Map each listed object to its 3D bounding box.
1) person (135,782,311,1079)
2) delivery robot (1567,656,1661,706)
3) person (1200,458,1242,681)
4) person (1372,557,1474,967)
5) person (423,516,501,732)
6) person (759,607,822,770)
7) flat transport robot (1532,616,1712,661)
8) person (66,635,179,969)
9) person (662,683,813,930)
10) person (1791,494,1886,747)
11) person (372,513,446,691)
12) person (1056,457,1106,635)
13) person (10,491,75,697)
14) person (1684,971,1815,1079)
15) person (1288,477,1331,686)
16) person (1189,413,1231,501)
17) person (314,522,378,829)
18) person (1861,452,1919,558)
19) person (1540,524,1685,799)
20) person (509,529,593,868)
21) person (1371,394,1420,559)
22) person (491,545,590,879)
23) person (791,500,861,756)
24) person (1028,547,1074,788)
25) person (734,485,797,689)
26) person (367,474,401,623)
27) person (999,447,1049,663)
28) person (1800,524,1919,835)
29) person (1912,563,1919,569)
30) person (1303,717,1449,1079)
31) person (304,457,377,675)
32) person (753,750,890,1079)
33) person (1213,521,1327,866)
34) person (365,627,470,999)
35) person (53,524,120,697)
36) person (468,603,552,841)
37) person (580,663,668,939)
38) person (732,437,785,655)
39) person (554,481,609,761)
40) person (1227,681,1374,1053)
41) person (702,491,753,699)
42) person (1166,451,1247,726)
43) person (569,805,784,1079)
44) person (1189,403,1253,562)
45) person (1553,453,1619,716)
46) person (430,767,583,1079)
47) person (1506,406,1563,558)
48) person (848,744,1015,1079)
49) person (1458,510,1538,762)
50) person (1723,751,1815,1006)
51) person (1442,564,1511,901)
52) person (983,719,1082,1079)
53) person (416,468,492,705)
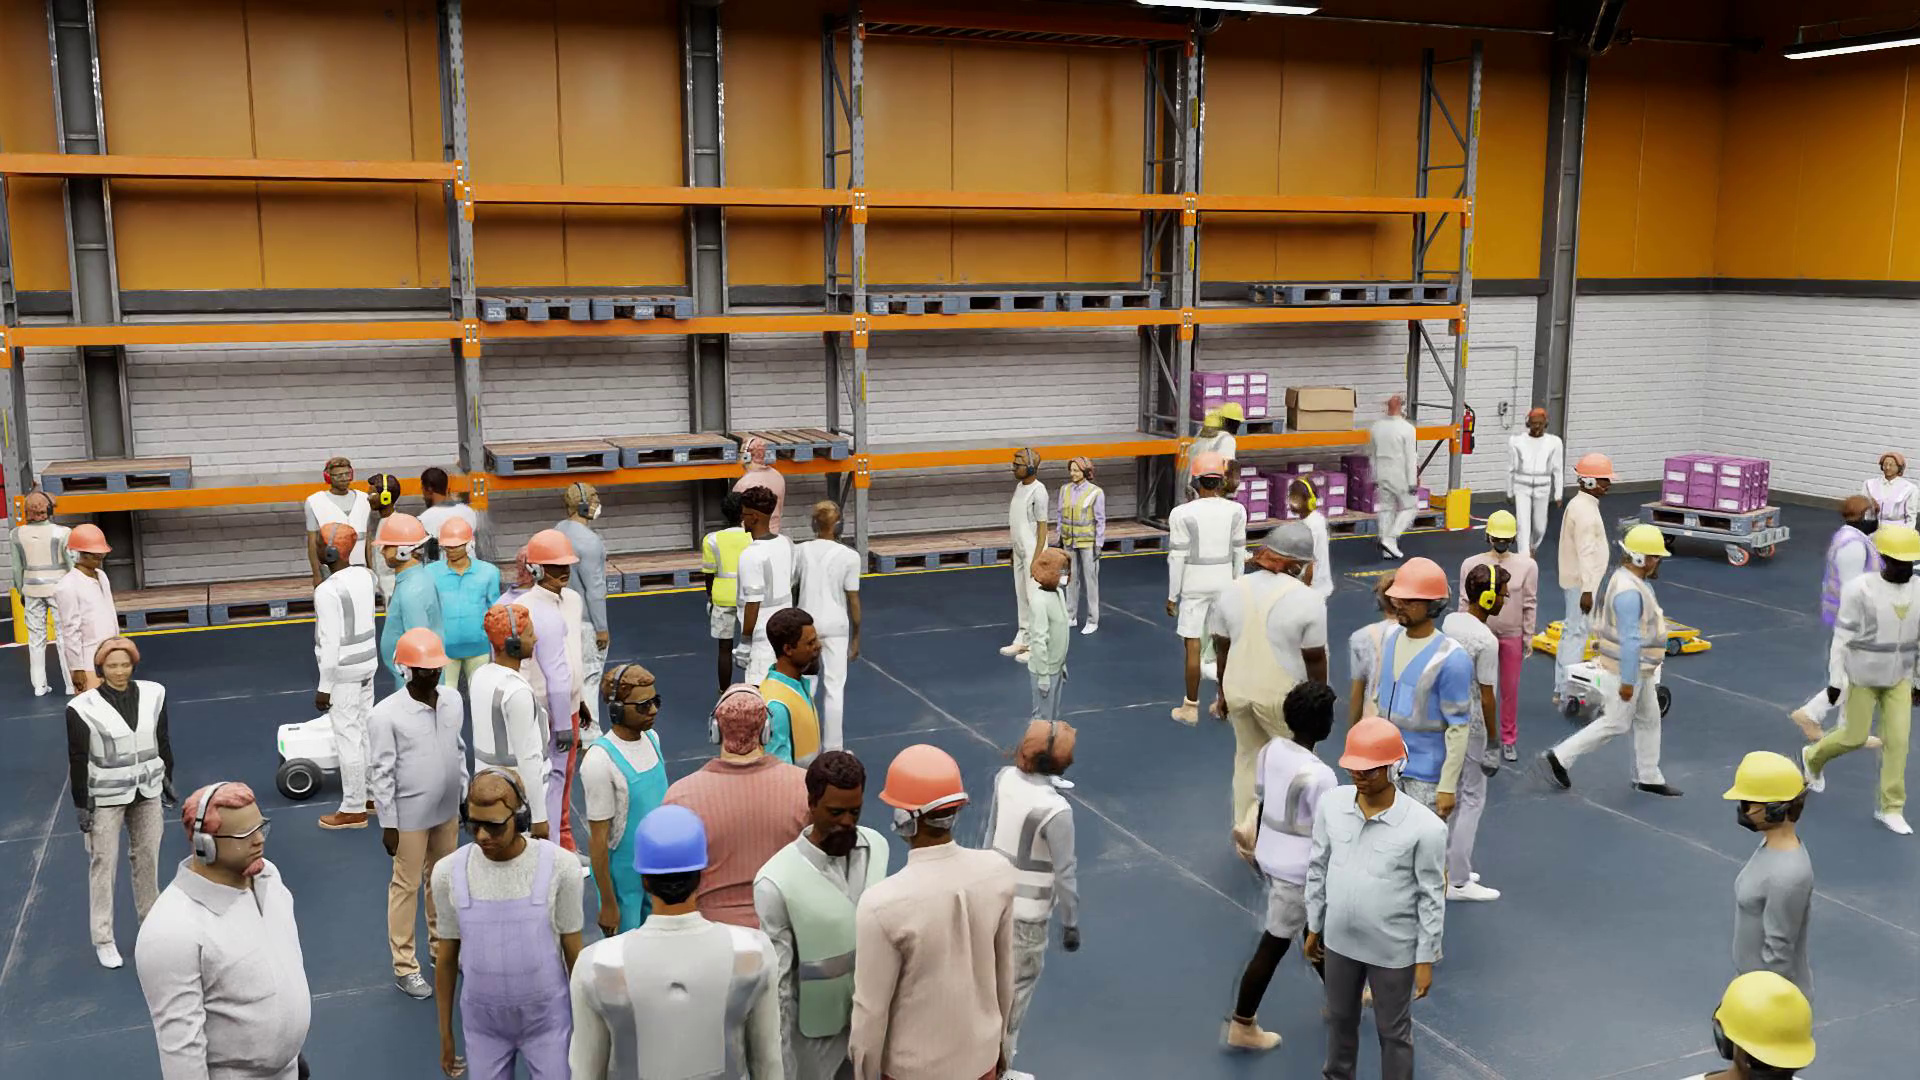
[{"bbox_3d":[-2.217,1.672,5.167,0.407,1.908,0.641,1,10,4],"label":"person"},{"bbox_3d":[4.913,1.028,12.495,0.707,0.478,0.477,-5,11,-28],"label":"delivery robot"},{"bbox_3d":[2.115,0.253,13.535,0.488,1.843,0.489,0,10,-3],"label":"person"},{"bbox_3d":[2.200,1.089,8.118,0.380,2.048,0.605,-4,11,-24],"label":"person"},{"bbox_3d":[-3.353,0.704,11.185,0.560,1.750,0.319,-4,11,-23],"label":"person"},{"bbox_3d":[-0.795,1.246,7.579,0.374,1.920,0.597,0,10,-1],"label":"person"},{"bbox_3d":[5.789,0.848,14.619,1.431,0.197,0.652,-3,10,-16],"label":"flat transport robot"},{"bbox_3d":[-4.131,1.274,8.234,0.312,1.636,0.518,7,12,33],"label":"person"},{"bbox_3d":[-0.801,1.478,6.280,0.639,1.910,0.406,-2,10,-13],"label":"person"},{"bbox_3d":[6.287,0.583,11.783,0.515,1.804,0.683,5,11,28],"label":"person"},{"bbox_3d":[-3.208,0.829,9.769,0.376,1.995,0.608,-3,10,-15],"label":"person"},{"bbox_3d":[1.106,0.045,15.310,0.523,1.639,0.306,9,13,41],"label":"person"},{"bbox_3d":[-7.167,0.431,13.084,0.514,1.641,0.307,-1,10,-3],"label":"person"},{"bbox_3d":[1.969,1.914,4.204,0.515,1.758,0.336,0,10,3],"label":"person"},{"bbox_3d":[2.639,0.423,12.590,0.374,1.839,0.671,3,10,14],"label":"person"},{"bbox_3d":[2.754,-0.542,18.434,0.502,1.731,0.464,6,12,31],"label":"person"},{"bbox_3d":[-3.746,0.819,10.146,0.355,1.885,0.575,1,10,7],"label":"person"},{"bbox_3d":[8.697,-0.016,15.649,0.307,1.645,0.513,-9,13,-41],"label":"person"},{"bbox_3d":[4.224,0.778,10.649,0.824,1.799,0.603,4,11,24],"label":"person"},{"bbox_3d":[-2.255,0.924,9.219,0.384,1.996,0.610,4,11,23],"label":"person"},{"bbox_3d":[4.942,-0.703,18.865,0.417,1.894,0.675,-6,11,-31],"label":"person"},{"bbox_3d":[-2.335,0.957,9.292,0.403,1.904,0.652,-9,13,-43],"label":"person"},{"bbox_3d":[-0.928,0.645,11.351,0.530,1.826,0.407,3,10,14],"label":"person"},{"bbox_3d":[0.580,0.850,10.689,0.285,1.633,0.500,3,10,17],"label":"person"},{"bbox_3d":[-1.311,0.609,11.118,0.367,1.967,0.602,4,11,22],"label":"person"},{"bbox_3d":[-4.251,0.433,12.422,0.329,1.868,0.512,-4,11,-23],"label":"person"},{"bbox_3d":[0.572,0.124,14.262,0.345,1.846,0.508,-4,11,-24],"label":"person"},{"bbox_3d":[5.626,0.798,10.266,0.615,1.893,0.789,-1,10,-4],"label":"person"},{"bbox_3d":[10.671,-0.491,18.141,0.338,1.739,0.487,-2,10,-9],"label":"person"},{"bbox_3d":[1.573,1.531,6.419,0.573,1.750,0.330,9,13,41],"label":"person"},{"bbox_3d":[-5.074,0.230,13.645,0.390,1.848,0.563,8,13,40],"label":"person"},{"bbox_3d":[-0.446,1.611,5.495,0.386,1.914,0.590,7,12,34],"label":"person"},{"bbox_3d":[1.743,0.865,9.431,0.699,2.000,0.710,9,13,43],"label":"person"},{"bbox_3d":[-2.531,1.271,7.914,0.327,1.753,0.562,5,11,28],"label":"person"},{"bbox_3d":[-5.650,0.758,10.873,0.335,1.749,0.576,-1,10,-5],"label":"person"},{"bbox_3d":[-2.086,1.225,7.816,0.356,1.883,0.573,-8,13,-38],"label":"person"},{"bbox_3d":[-1.347,1.408,6.864,0.336,1.845,0.514,3,10,16],"label":"person"},{"bbox_3d":[-1.788,0.055,14.484,0.407,1.910,0.638,5,11,25],"label":"person"},{"bbox_3d":[-2.605,0.557,11.497,0.373,1.940,0.627,-8,13,-39],"label":"person"},{"bbox_3d":[1.559,1.426,7.290,0.868,1.646,0.554,-2,10,-13],"label":"person"},{"bbox_3d":[-1.691,0.470,12.690,0.531,1.698,0.320,0,10,-1],"label":"person"},{"bbox_3d":[1.807,0.361,12.328,0.607,2.044,0.378,-3,10,-17],"label":"person"},{"bbox_3d":[-0.812,1.719,4.824,0.615,1.935,0.421,-3,10,-15],"label":"person"},{"bbox_3d":[2.836,-0.602,18.482,1.071,1.836,0.594,-2,10,-10],"label":"person"},{"bbox_3d":[4.755,0.326,12.664,0.390,1.992,0.624,2,10,14],"label":"person"},{"bbox_3d":[-1.502,1.637,5.597,0.518,1.835,0.353,0,10,-2],"label":"person"},{"bbox_3d":[6.232,-0.544,18.087,0.589,1.860,0.770,2,10,14],"label":"person"},{"bbox_3d":[-0.093,1.618,5.260,0.619,1.986,0.407,-8,13,-39],"label":"person"},{"bbox_3d":[3.689,0.658,11.444,0.517,1.756,0.347,2,10,10],"label":"person"},{"bbox_3d":[2.857,1.615,5.943,0.339,1.755,0.531,4,11,21],"label":"person"},{"bbox_3d":[2.767,1.036,8.995,0.349,1.855,0.531,-2,10,-12],"label":"person"},{"bbox_3d":[0.267,1.520,6.883,0.432,1.608,0.529,-5,11,-26],"label":"person"},{"bbox_3d":[-3.952,0.375,12.811,1.007,1.849,0.622,3,10,19],"label":"person"}]
